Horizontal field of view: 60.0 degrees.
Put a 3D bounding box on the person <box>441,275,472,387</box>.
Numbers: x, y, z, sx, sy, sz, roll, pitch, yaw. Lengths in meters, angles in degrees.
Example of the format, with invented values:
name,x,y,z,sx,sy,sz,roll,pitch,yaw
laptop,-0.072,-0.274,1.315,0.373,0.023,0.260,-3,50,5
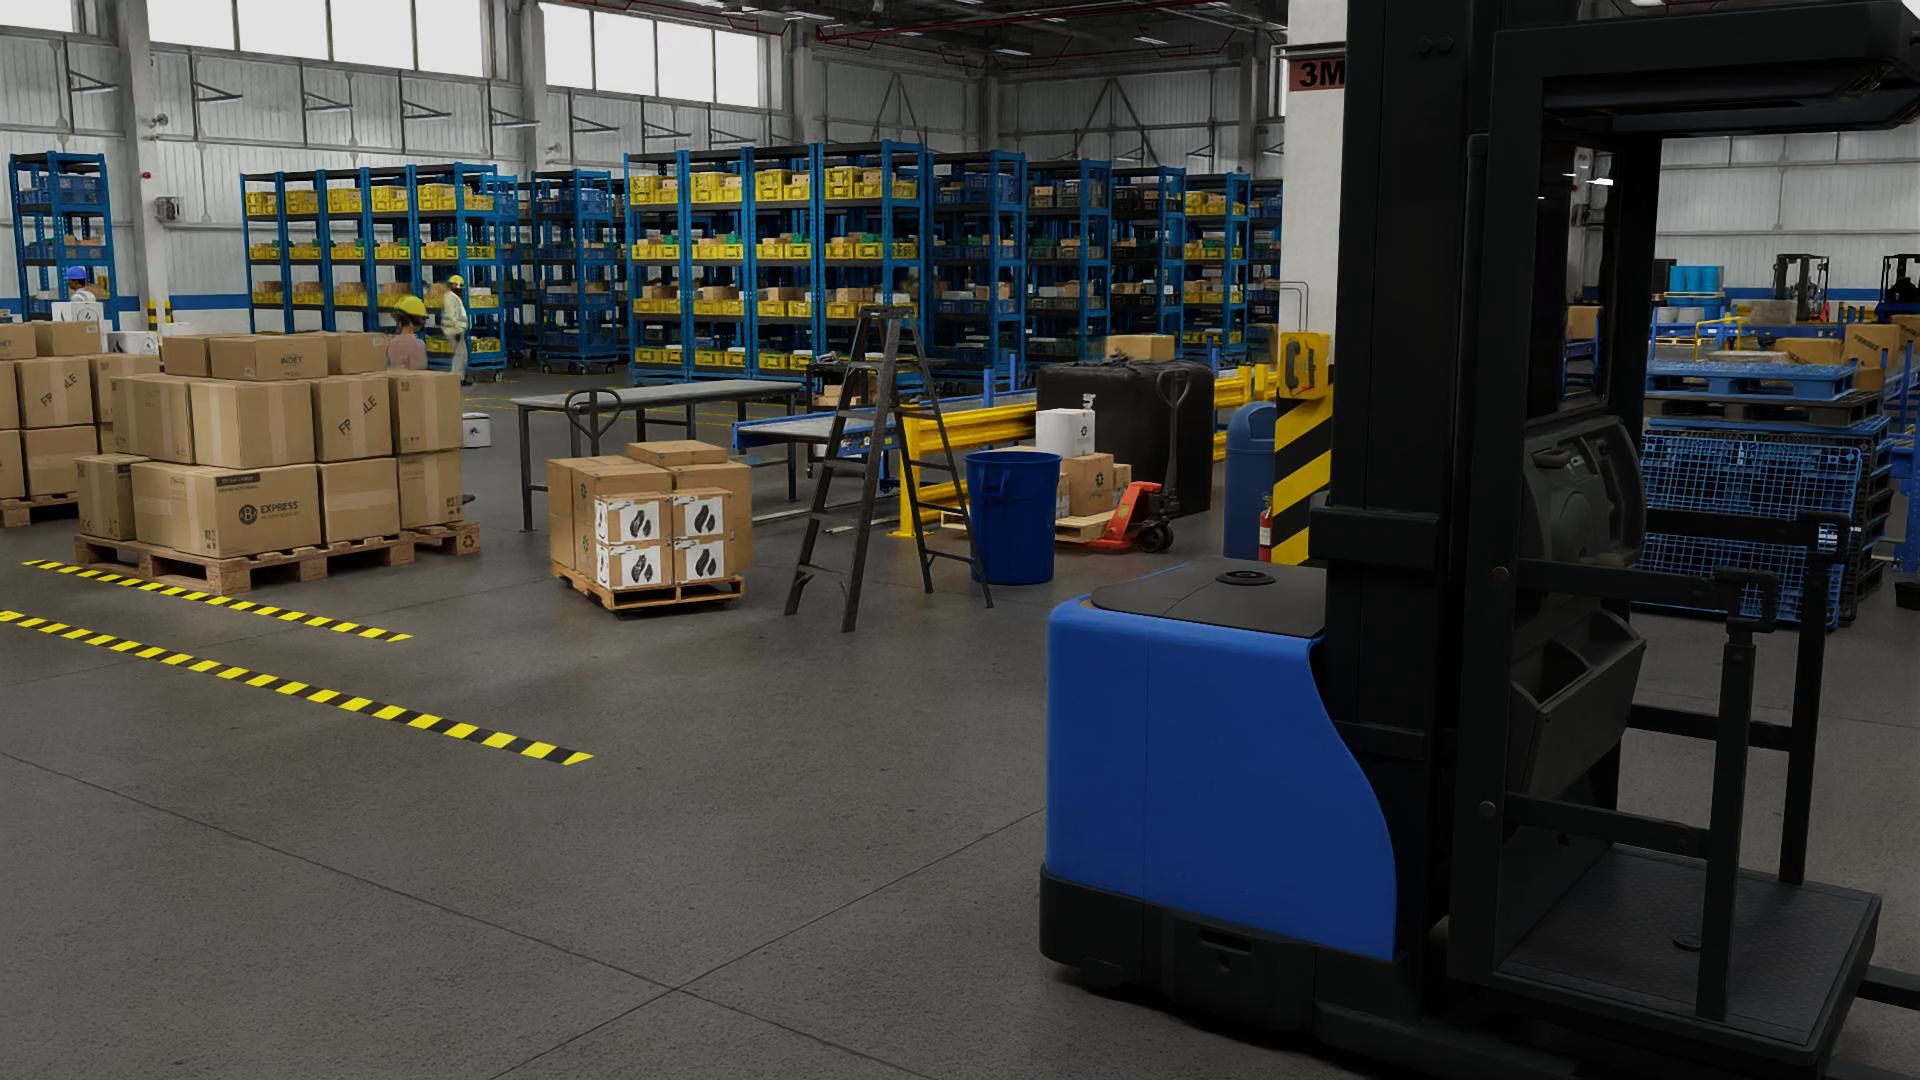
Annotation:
name,x,y,z,sx,sy,sz,roll,pitch,yaw
person,-8.111,-3.347,26.733,0.411,1.785,0.624,-1,10,-7

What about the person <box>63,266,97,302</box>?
name,x,y,z,sx,sy,sz,roll,pitch,yaw
person,-11.817,-2.710,22.448,0.397,1.949,0.603,-2,10,-12

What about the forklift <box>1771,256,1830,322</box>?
name,x,y,z,sx,sy,sz,roll,pitch,yaw
forklift,20.253,-5.854,40.139,1.157,1.987,2.680,7,12,35

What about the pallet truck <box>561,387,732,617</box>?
name,x,y,z,sx,sy,sz,roll,pitch,yaw
pallet truck,-1.981,-0.274,10.088,0.680,1.201,1.601,-5,11,-28

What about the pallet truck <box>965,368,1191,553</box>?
name,x,y,z,sx,sy,sz,roll,pitch,yaw
pallet truck,0.845,-0.609,11.869,1.630,1.274,0.653,7,12,35

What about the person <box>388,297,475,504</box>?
name,x,y,z,sx,sy,sz,roll,pitch,yaw
person,-4.366,-1.081,13.409,0.547,1.724,0.862,8,13,41

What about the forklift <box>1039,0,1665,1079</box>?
name,x,y,z,sx,sy,sz,roll,pitch,yaw
forklift,1.249,-0.137,4.360,1.873,2.768,1.129,7,12,35

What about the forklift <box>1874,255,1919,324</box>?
name,x,y,z,sx,sy,sz,roll,pitch,yaw
forklift,22.089,-5.634,38.796,1.157,1.987,2.680,6,11,33
